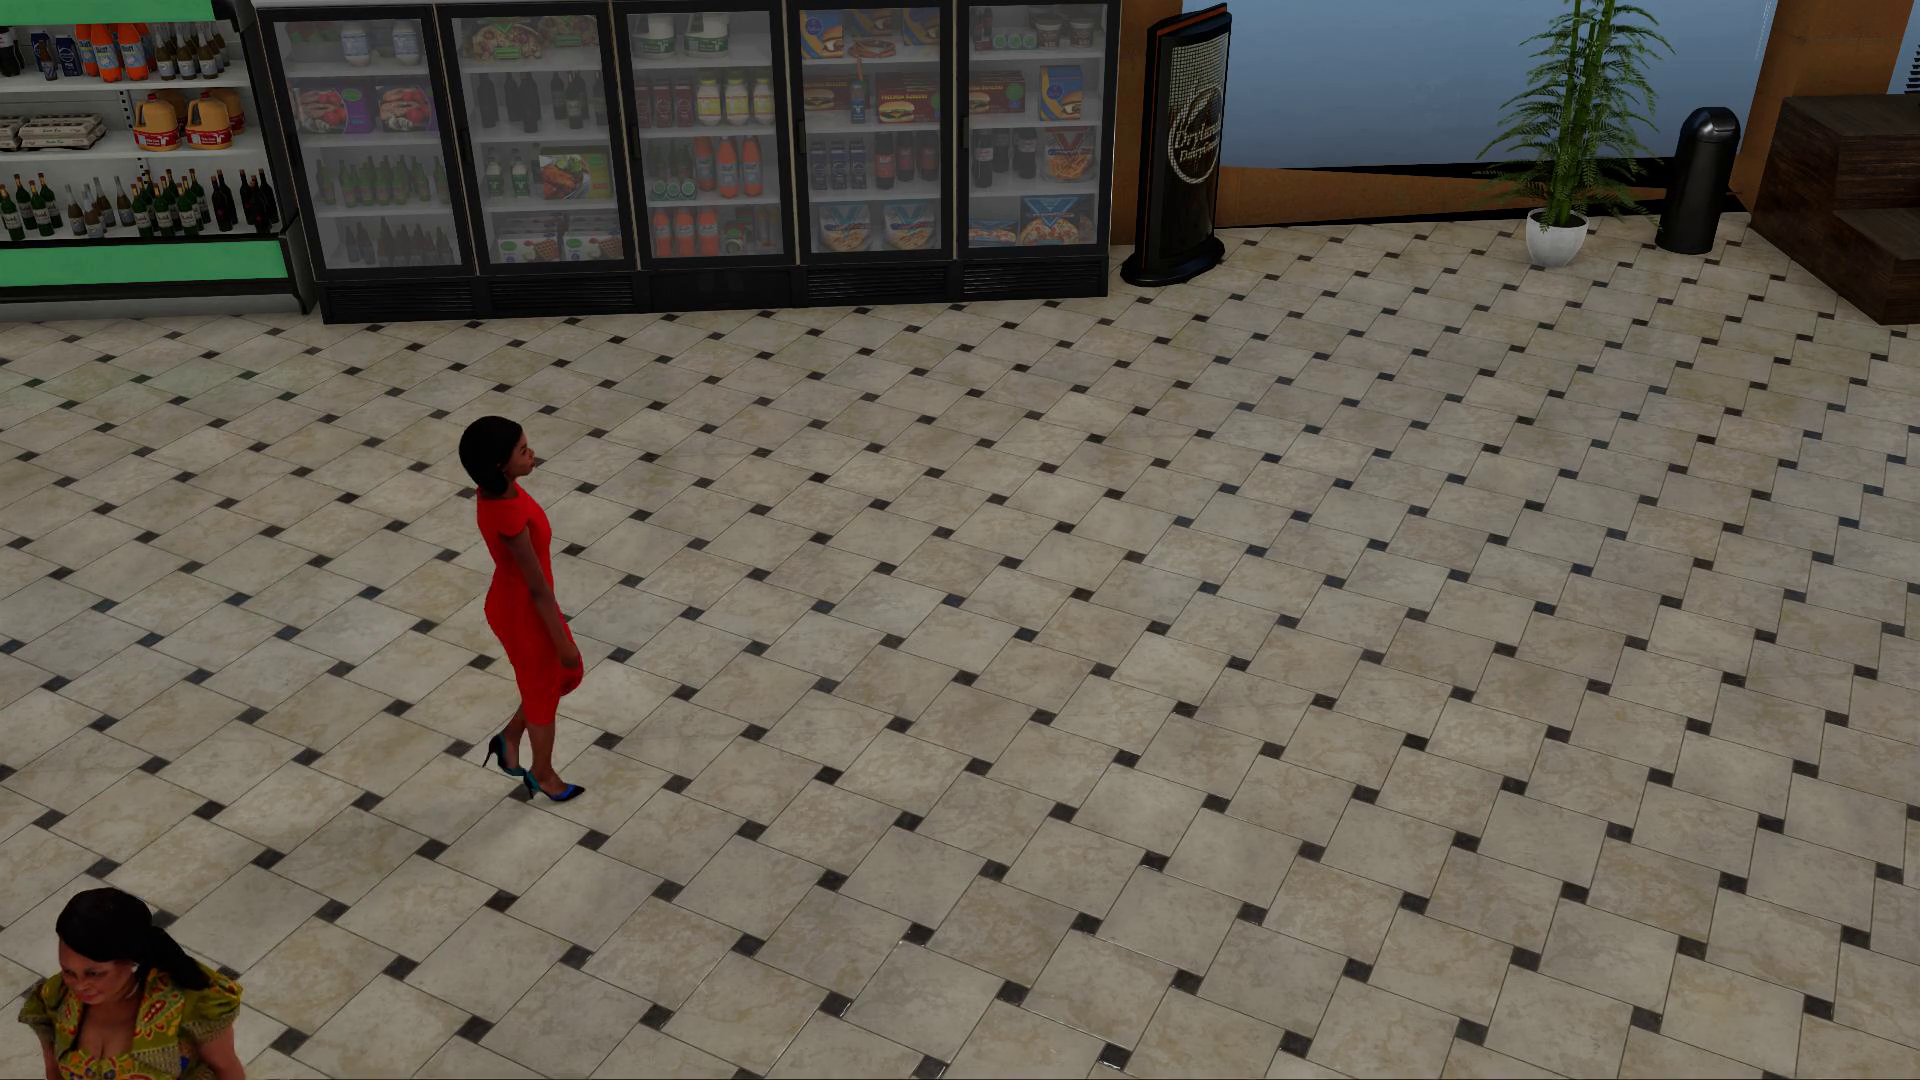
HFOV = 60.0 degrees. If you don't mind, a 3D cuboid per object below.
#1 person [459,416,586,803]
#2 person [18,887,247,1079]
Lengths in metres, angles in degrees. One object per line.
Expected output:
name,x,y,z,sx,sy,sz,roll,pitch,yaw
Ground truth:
person,-1.718,0.332,6.307,0.731,1.734,0.650,-10,33,-16
person,-2.094,1.525,4.499,1.168,1.619,0.866,1,32,2
